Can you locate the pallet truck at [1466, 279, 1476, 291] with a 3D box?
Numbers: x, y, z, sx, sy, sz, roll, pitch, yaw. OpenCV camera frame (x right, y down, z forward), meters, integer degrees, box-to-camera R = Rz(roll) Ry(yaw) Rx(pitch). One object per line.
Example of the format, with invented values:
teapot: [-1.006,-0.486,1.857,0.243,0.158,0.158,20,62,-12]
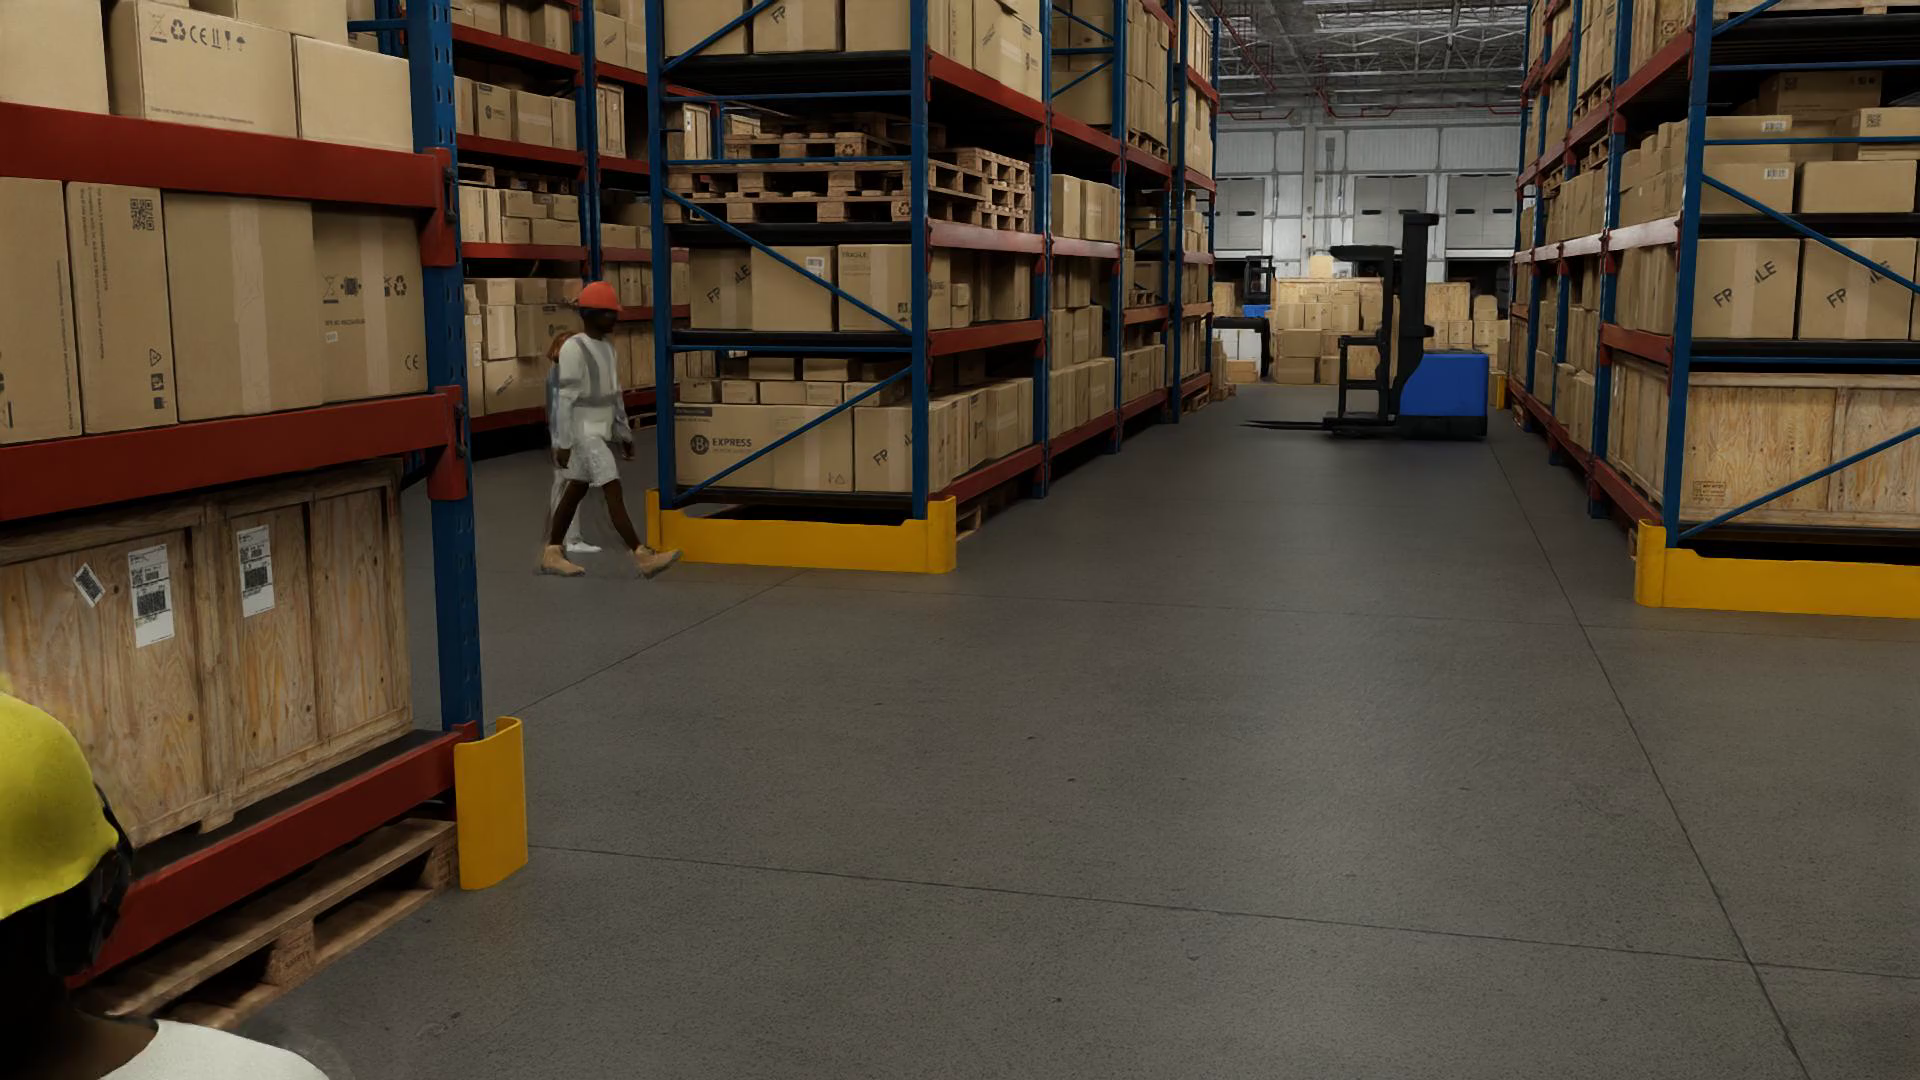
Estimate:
pallet truck: [18.896,-8.459,60.307,1.885,1.965,0.823,5,10,31]

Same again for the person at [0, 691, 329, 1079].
person: [-0.758,0.962,1.328,0.544,1.712,0.912,-1,9,-3]

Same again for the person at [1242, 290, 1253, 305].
person: [11.293,-9.212,65.498,1.016,1.858,0.609,-2,9,-15]

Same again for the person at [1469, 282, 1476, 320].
person: [15.915,-7.109,51.986,0.445,1.925,0.628,6,11,34]

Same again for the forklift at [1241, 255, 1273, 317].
forklift: [10.551,-8.662,58.805,1.129,2.768,1.873,2,9,15]

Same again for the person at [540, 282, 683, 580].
person: [-2.370,-0.712,11.100,1.083,1.986,0.626,2,9,10]

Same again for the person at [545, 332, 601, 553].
person: [-2.881,-0.719,12.285,0.278,1.633,0.507,-7,11,-38]

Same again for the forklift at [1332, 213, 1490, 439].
forklift: [5.749,-2.726,21.090,1.873,2.768,1.129,2,9,15]

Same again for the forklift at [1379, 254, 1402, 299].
forklift: [14.526,-8.207,55.916,1.129,2.768,1.873,-2,9,-11]
